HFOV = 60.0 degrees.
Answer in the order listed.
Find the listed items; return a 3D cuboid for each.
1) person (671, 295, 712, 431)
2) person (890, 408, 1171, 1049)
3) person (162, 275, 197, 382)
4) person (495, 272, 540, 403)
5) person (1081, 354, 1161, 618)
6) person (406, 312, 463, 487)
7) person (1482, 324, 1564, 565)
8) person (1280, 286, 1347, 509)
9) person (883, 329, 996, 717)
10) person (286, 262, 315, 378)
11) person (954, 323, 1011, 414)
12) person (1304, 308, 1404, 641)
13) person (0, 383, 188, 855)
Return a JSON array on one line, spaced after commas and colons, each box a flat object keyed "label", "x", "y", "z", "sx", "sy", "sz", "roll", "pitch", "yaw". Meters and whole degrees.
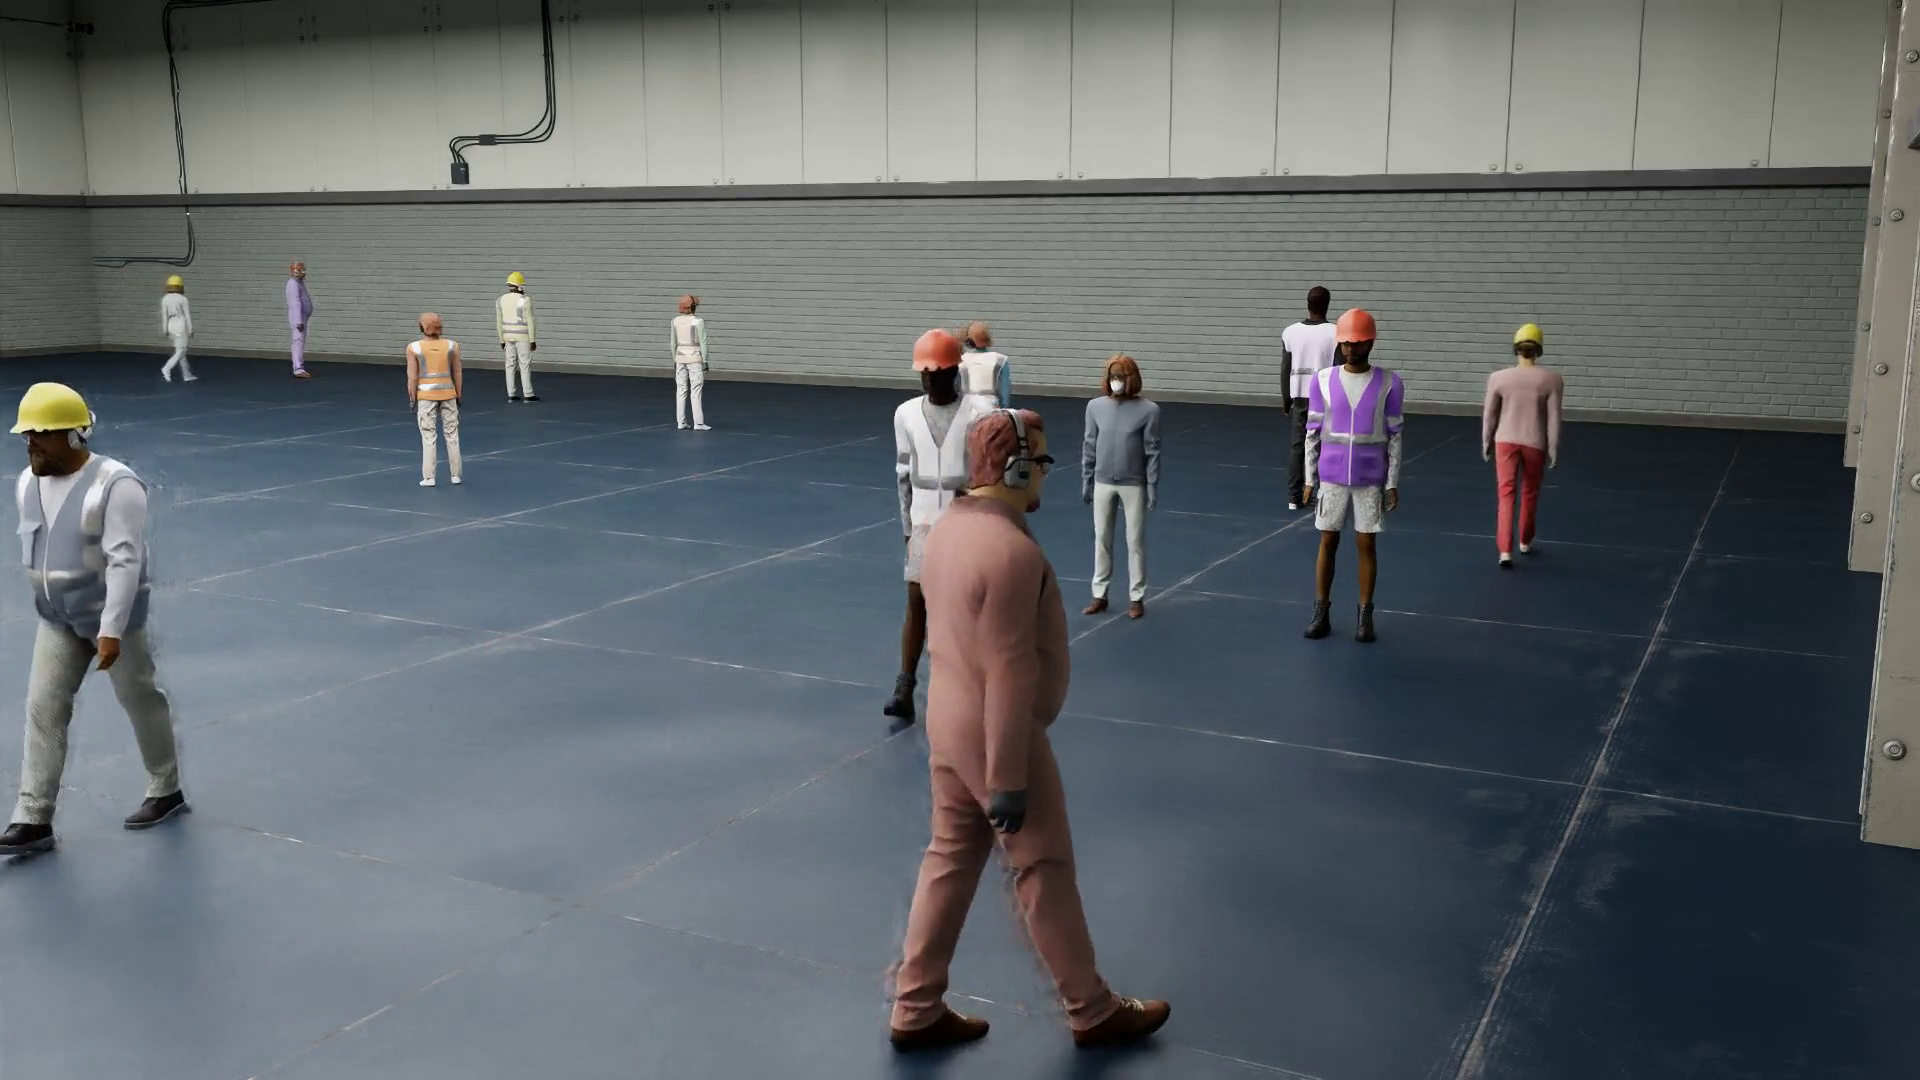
[{"label": "person", "x": -3.257, "y": -2.134, "z": 20.074, "sx": 0.524, "sy": 1.639, "sz": 0.306, "roll": 6, "pitch": 12, "yaw": 28}, {"label": "person", "x": 0.169, "y": 0.557, "z": 4.760, "sx": 0.822, "sy": 1.867, "sz": 0.671, "roll": -4, "pitch": 11, "yaw": -21}, {"label": "person", "x": -12.589, "y": -3.388, "z": 26.694, "sx": 0.492, "sy": 1.716, "sz": 0.748, "roll": 3, "pitch": 11, "yaw": 18}, {"label": "person", "x": -6.214, "y": -2.843, "z": 23.409, "sx": 0.587, "sy": 1.835, "sz": 0.404, "roll": 4, "pitch": 11, "yaw": 21}, {"label": "person", "x": 0.986, "y": -0.332, "z": 10.265, "sx": 0.505, "sy": 1.631, "sz": 0.266, "roll": 4, "pitch": 11, "yaw": 23}, {"label": "person", "x": -4.909, "y": -1.312, "z": 15.592, "sx": 0.513, "sy": 1.640, "sz": 0.307, "roll": -7, "pitch": 12, "yaw": -33}, {"label": "person", "x": 4.038, "y": -0.691, "z": 11.986, "sx": 0.538, "sy": 1.718, "sz": 0.902, "roll": 4, "pitch": 11, "yaw": 20}, {"label": "person", "x": 3.025, "y": -1.198, "z": 14.207, "sx": 0.598, "sy": 1.918, "sz": 0.378, "roll": 7, "pitch": 13, "yaw": 34}, {"label": "person", "x": -0.085, "y": -0.068, "z": 8.131, "sx": 0.568, "sy": 1.891, "sz": 0.957, "roll": 3, "pitch": 11, "yaw": 15}, {"label": "person", "x": -10.922, "y": -3.638, "z": 27.547, "sx": 0.399, "sy": 1.908, "sz": 0.643, "roll": -4, "pitch": 11, "yaw": -22}, {"label": "person", "x": 0.155, "y": -0.996, "z": 13.937, "sx": 0.555, "sy": 1.624, "sz": 0.325, "roll": -1, "pitch": 10, "yaw": -8}, {"label": "person", "x": 2.268, "y": -0.368, "z": 9.631, "sx": 0.550, "sy": 1.935, "sz": 0.376, "roll": 4, "pitch": 11, "yaw": 19}, {"label": "person", "x": -3.383, "y": 0.303, "z": 6.349, "sx": 0.607, "sy": 1.794, "sz": 0.864, "roll": 3, "pitch": 11, "yaw": 15}]
